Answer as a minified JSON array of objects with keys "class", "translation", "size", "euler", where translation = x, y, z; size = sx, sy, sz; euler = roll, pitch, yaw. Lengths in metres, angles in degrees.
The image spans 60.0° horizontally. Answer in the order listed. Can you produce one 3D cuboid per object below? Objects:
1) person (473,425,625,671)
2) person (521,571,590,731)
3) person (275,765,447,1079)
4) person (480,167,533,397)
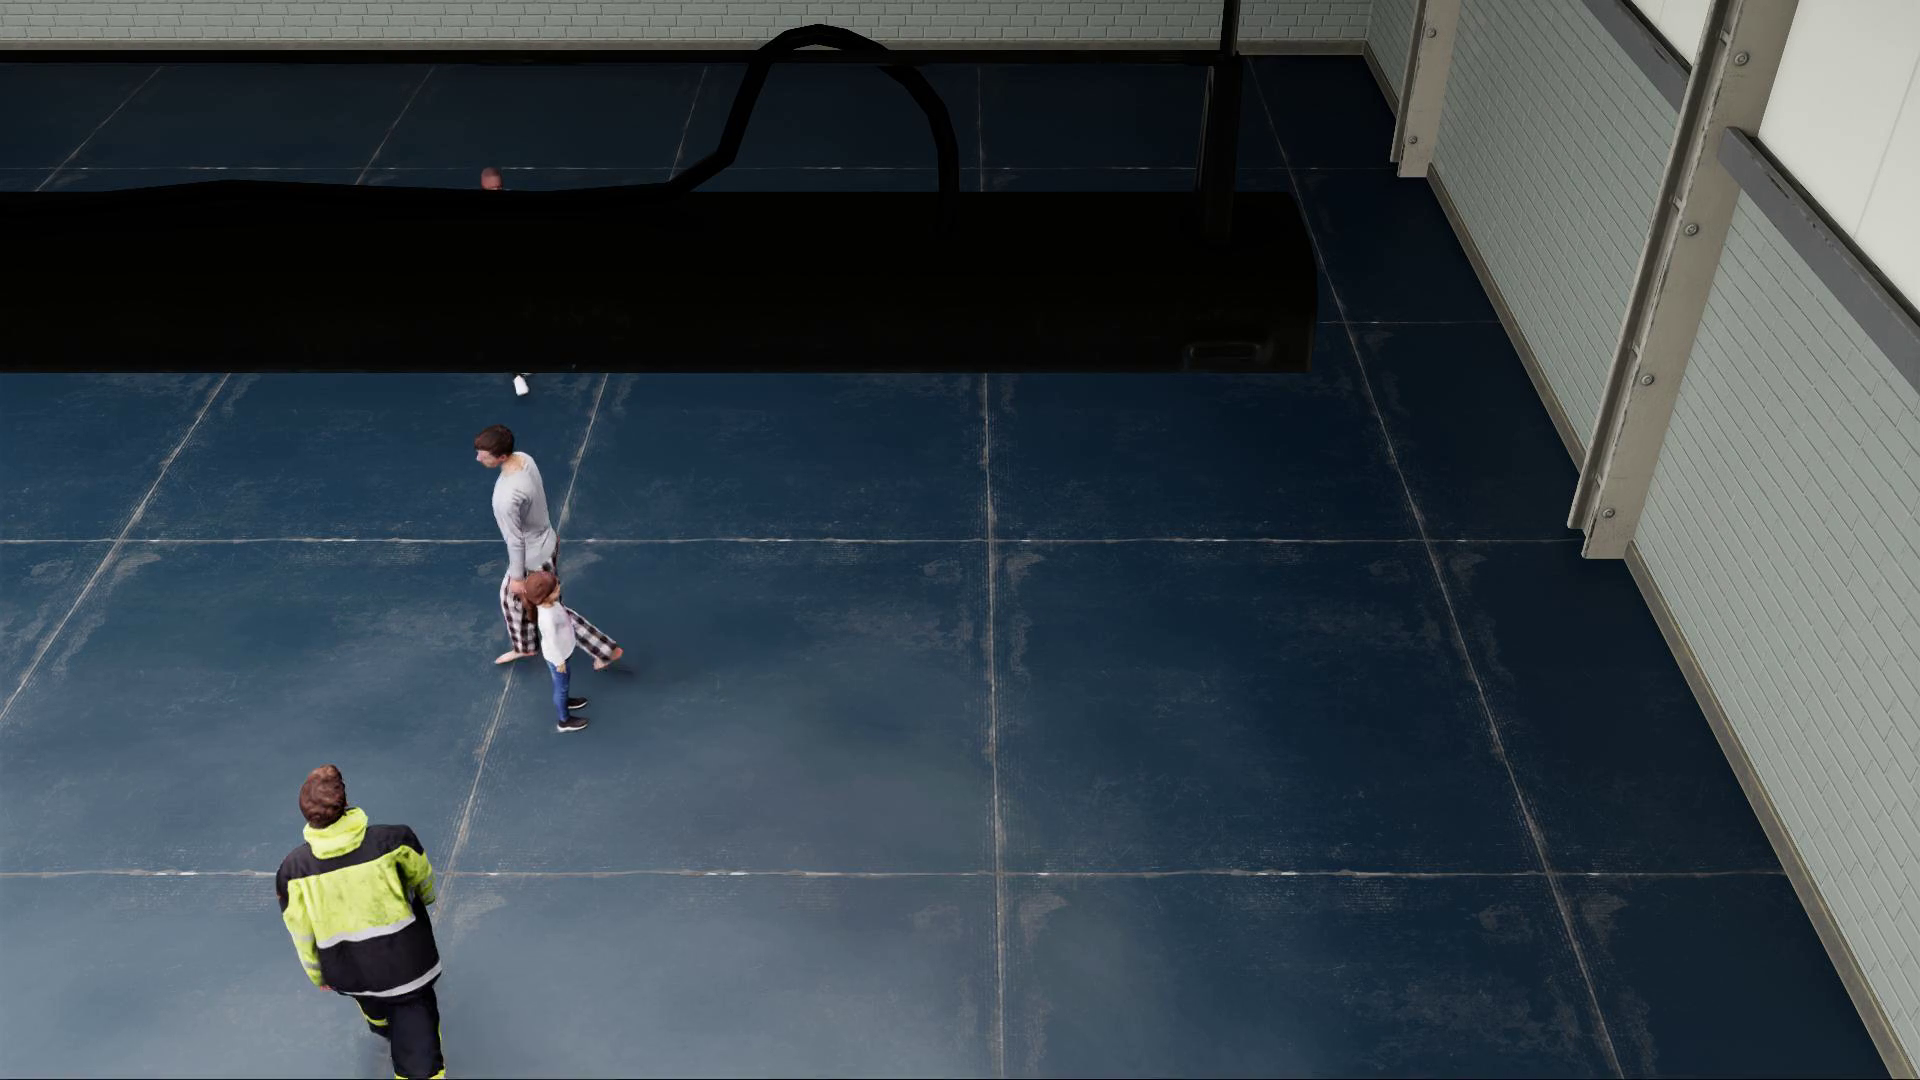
[{"class":"person","translation":[-2.441,0.091,9.831],"size":[0.790,1.809,1.010],"euler":[-2,37,-2]},{"class":"person","translation":[-2.362,0.623,9.707],"size":[0.545,1.112,0.461],"euler":[-8,38,-10]},{"class":"person","translation":[-2.590,1.865,7.390],"size":[1.028,1.939,1.320],"euler":[-11,39,-14]},{"class":"person","translation":[-3.459,-2.035,12.673],"size":[0.881,1.753,1.065],"euler":[-15,40,-18]}]
